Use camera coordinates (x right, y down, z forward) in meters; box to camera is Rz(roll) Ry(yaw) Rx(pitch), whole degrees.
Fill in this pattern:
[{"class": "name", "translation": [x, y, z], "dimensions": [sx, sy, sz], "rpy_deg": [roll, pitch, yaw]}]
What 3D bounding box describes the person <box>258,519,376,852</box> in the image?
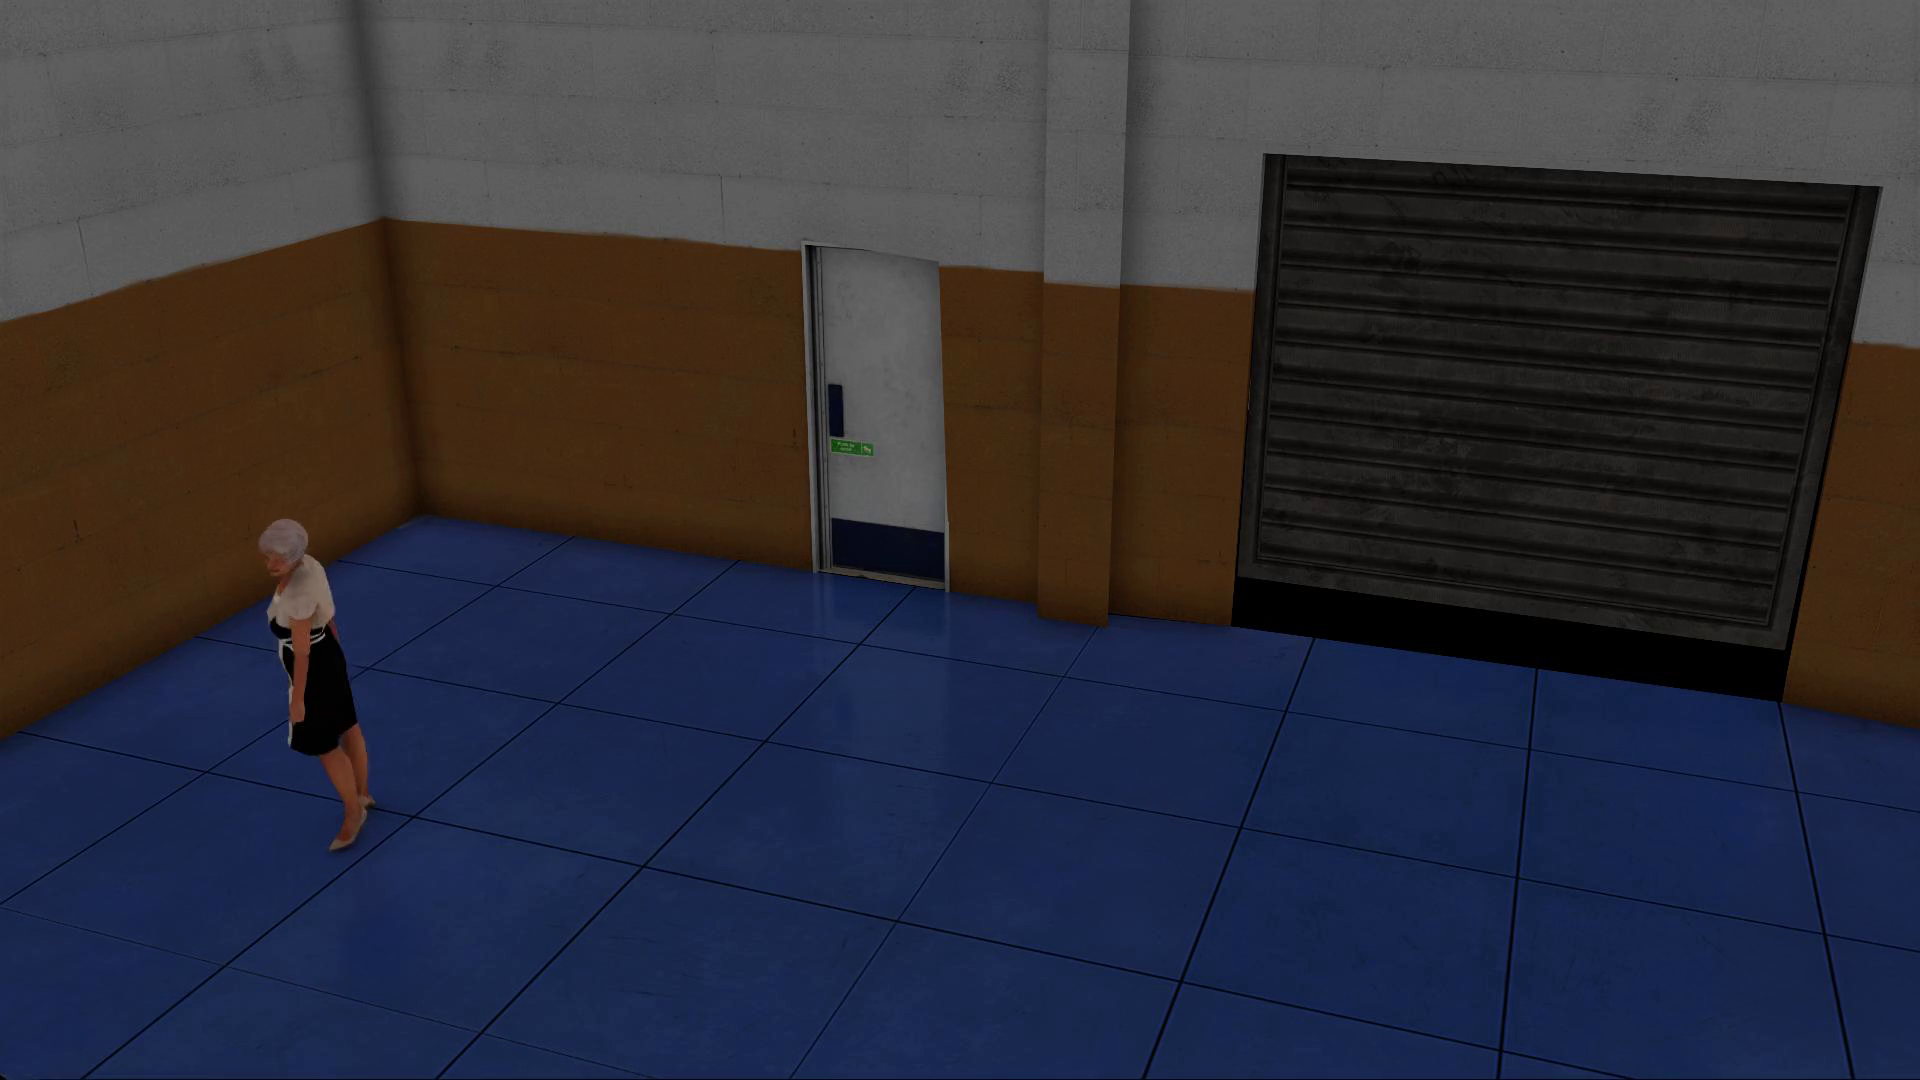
[{"class": "person", "translation": [-3.062, 0.646, 8.090], "dimensions": [0.768, 1.732, 0.809], "rpy_deg": [1, 22, 2]}]
